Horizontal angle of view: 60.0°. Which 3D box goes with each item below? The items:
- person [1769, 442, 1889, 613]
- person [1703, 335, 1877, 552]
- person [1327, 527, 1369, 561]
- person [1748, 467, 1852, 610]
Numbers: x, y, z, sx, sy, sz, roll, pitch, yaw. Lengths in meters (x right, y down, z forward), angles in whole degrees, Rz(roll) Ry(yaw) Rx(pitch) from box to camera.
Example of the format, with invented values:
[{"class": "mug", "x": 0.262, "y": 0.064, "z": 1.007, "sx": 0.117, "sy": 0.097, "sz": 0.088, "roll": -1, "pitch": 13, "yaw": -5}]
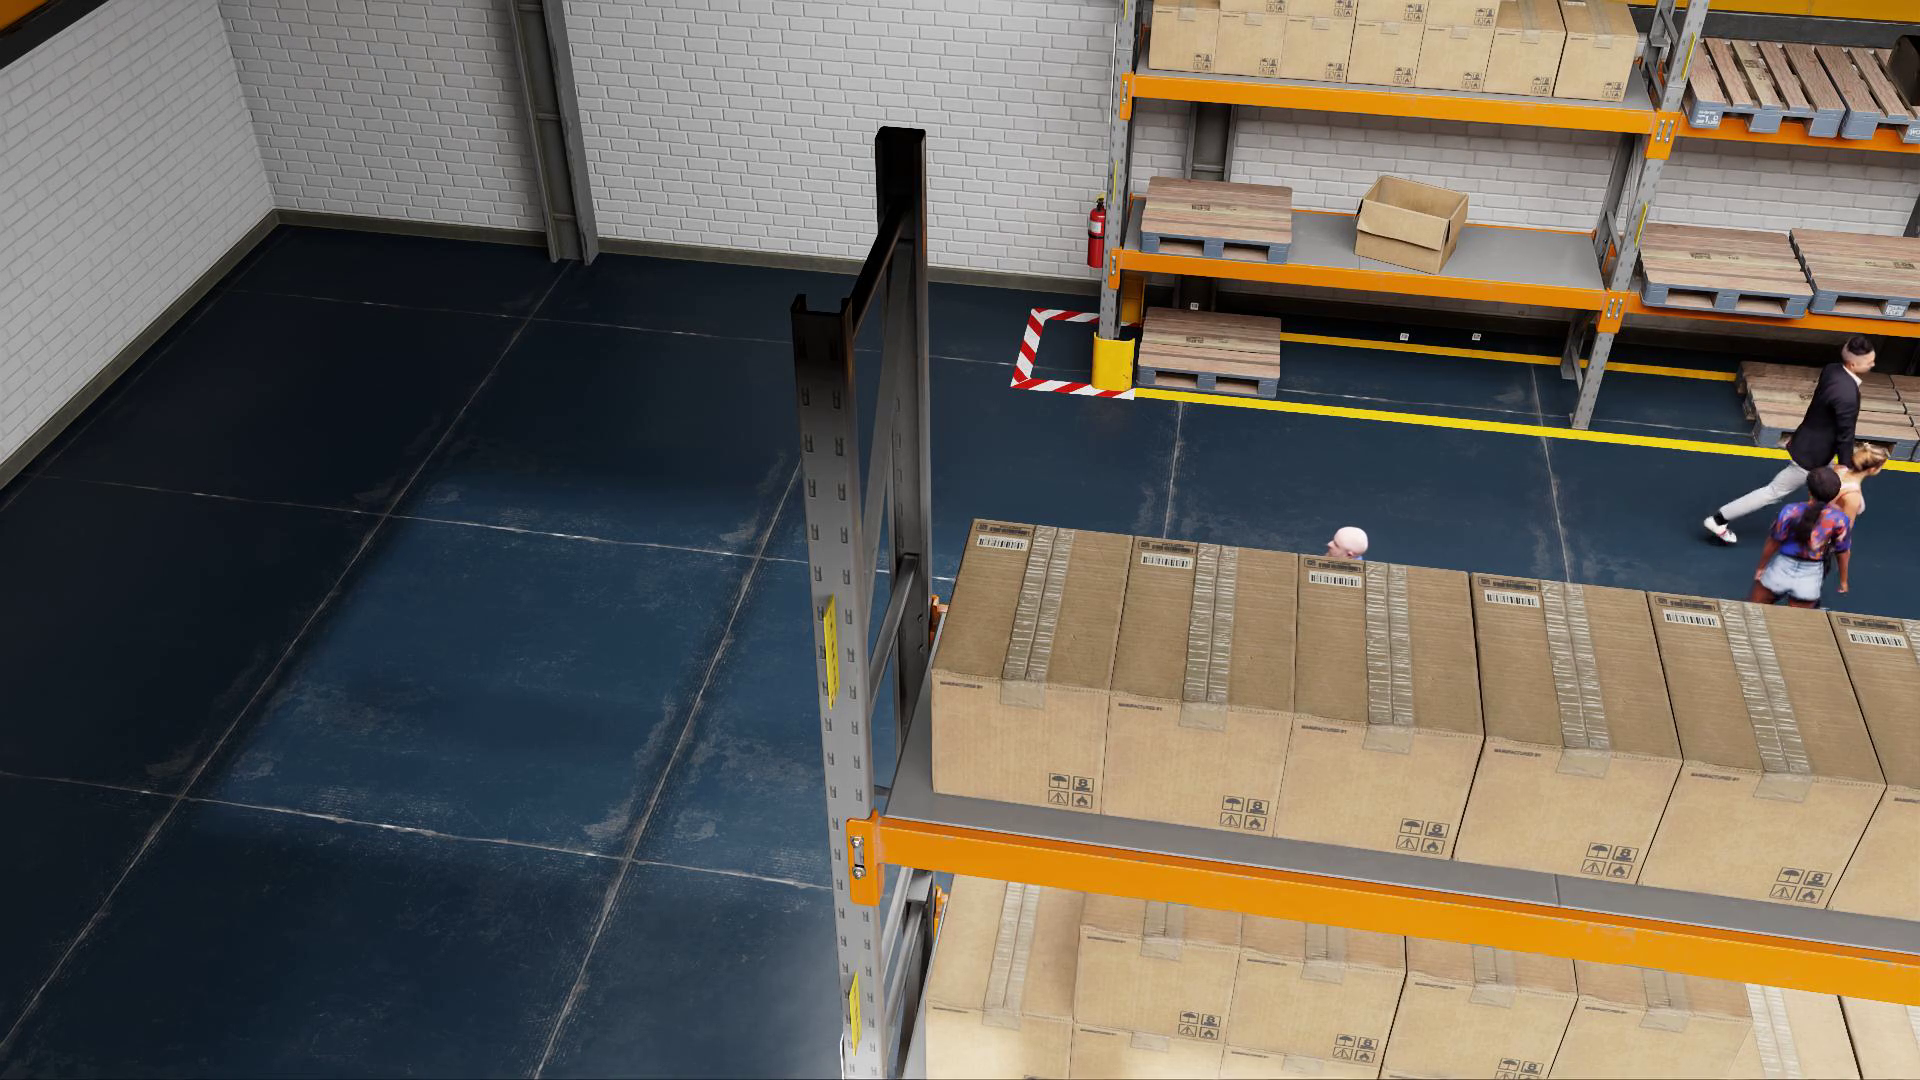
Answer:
[{"class": "person", "x": 5.825, "y": -0.031, "z": 11.451, "sx": 0.861, "sy": 1.640, "sz": 0.603, "roll": 7, "pitch": 39, "yaw": 8}, {"class": "person", "x": 6.079, "y": -0.666, "z": 12.042, "sx": 1.315, "sy": 1.897, "sz": 0.767, "roll": 9, "pitch": 39, "yaw": 11}, {"class": "person", "x": 2.335, "y": 0.643, "z": 10.446, "sx": 0.608, "sy": 1.842, "sz": 0.695, "roll": 1, "pitch": 39, "yaw": 2}, {"class": "person", "x": 5.468, "y": 0.298, "z": 10.968, "sx": 0.638, "sy": 1.730, "sz": 0.863, "roll": 25, "pitch": 45, "yaw": 28}]
